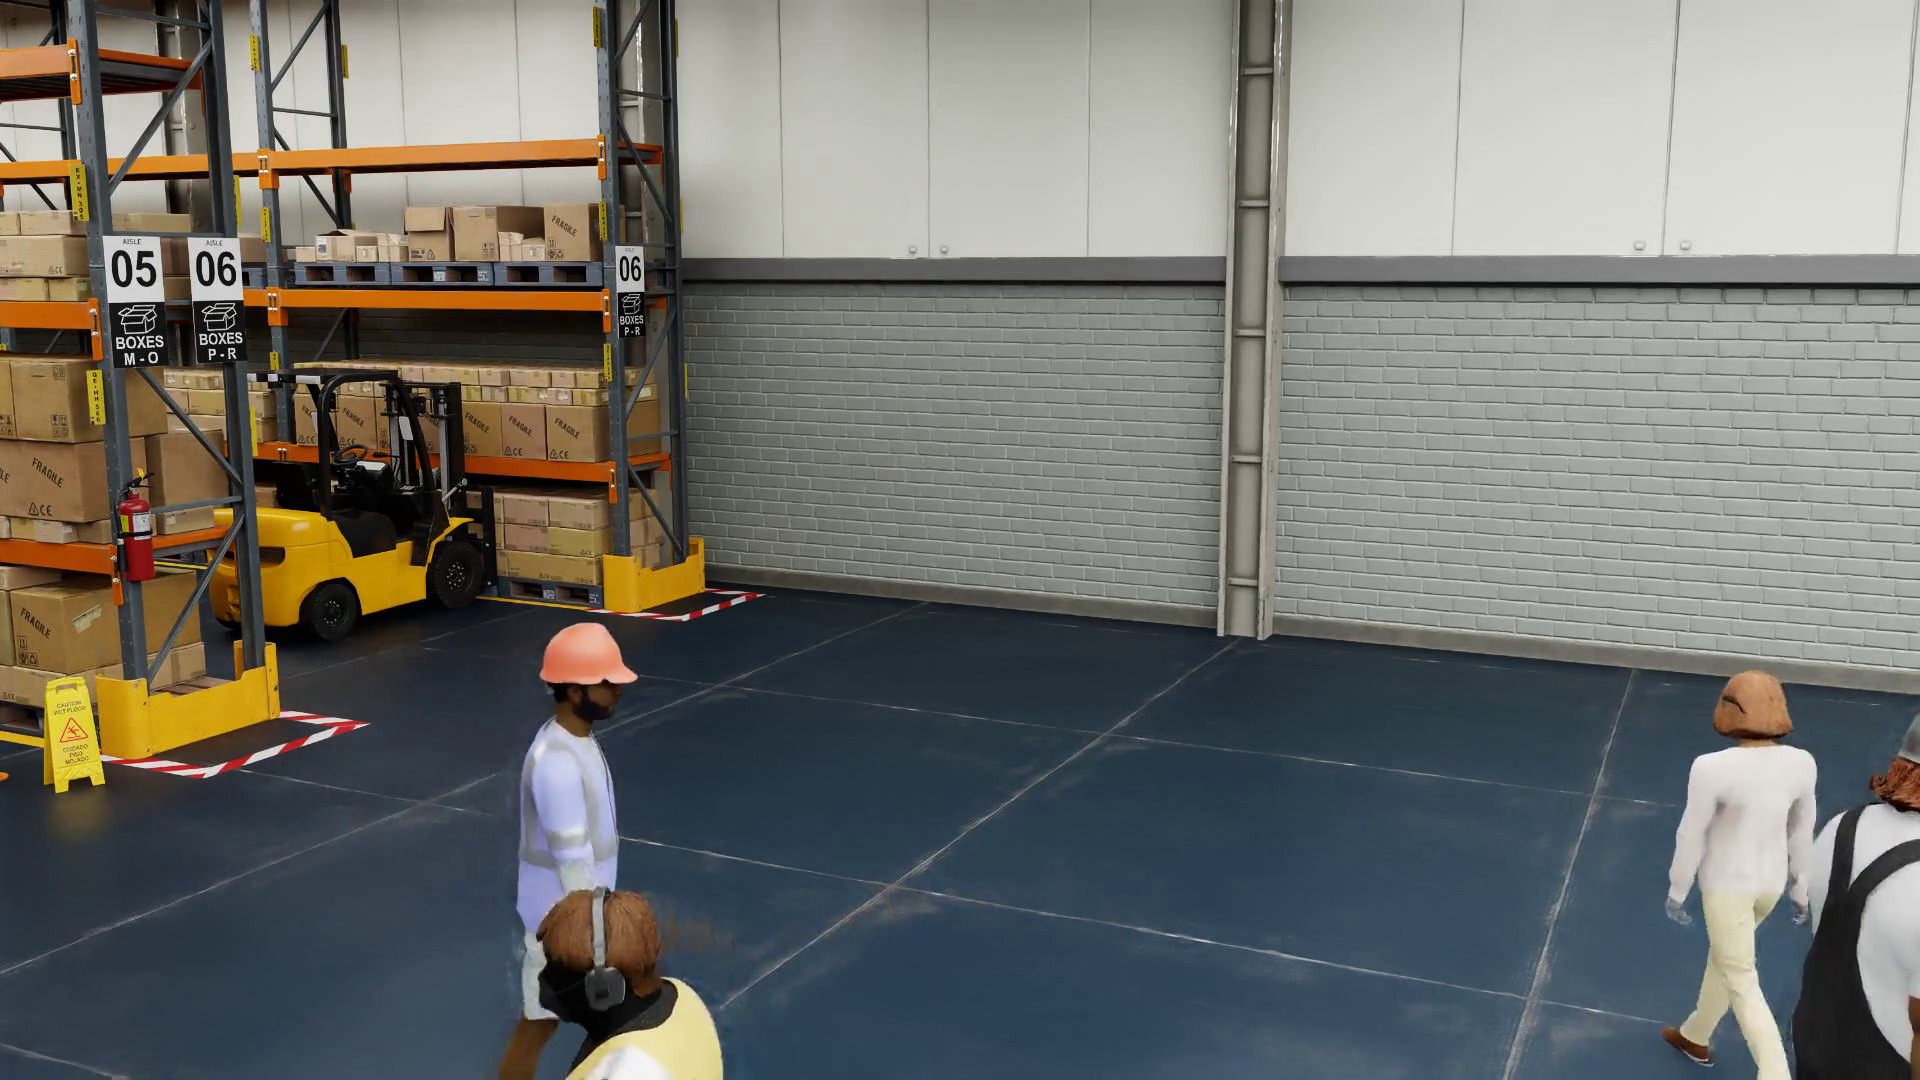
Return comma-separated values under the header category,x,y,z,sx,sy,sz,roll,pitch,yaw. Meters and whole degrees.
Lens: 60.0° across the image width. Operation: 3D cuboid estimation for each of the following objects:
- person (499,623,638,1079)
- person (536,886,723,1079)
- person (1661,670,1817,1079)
category,x,y,z,sx,sy,sz,roll,pitch,yaw
person,-1.156,1.207,5.470,0.970,1.887,0.565,-1,9,-4
person,-0.589,1.585,3.447,0.858,1.812,0.630,0,9,-1
person,2.853,1.262,6.050,0.510,1.593,0.832,-2,10,-14
